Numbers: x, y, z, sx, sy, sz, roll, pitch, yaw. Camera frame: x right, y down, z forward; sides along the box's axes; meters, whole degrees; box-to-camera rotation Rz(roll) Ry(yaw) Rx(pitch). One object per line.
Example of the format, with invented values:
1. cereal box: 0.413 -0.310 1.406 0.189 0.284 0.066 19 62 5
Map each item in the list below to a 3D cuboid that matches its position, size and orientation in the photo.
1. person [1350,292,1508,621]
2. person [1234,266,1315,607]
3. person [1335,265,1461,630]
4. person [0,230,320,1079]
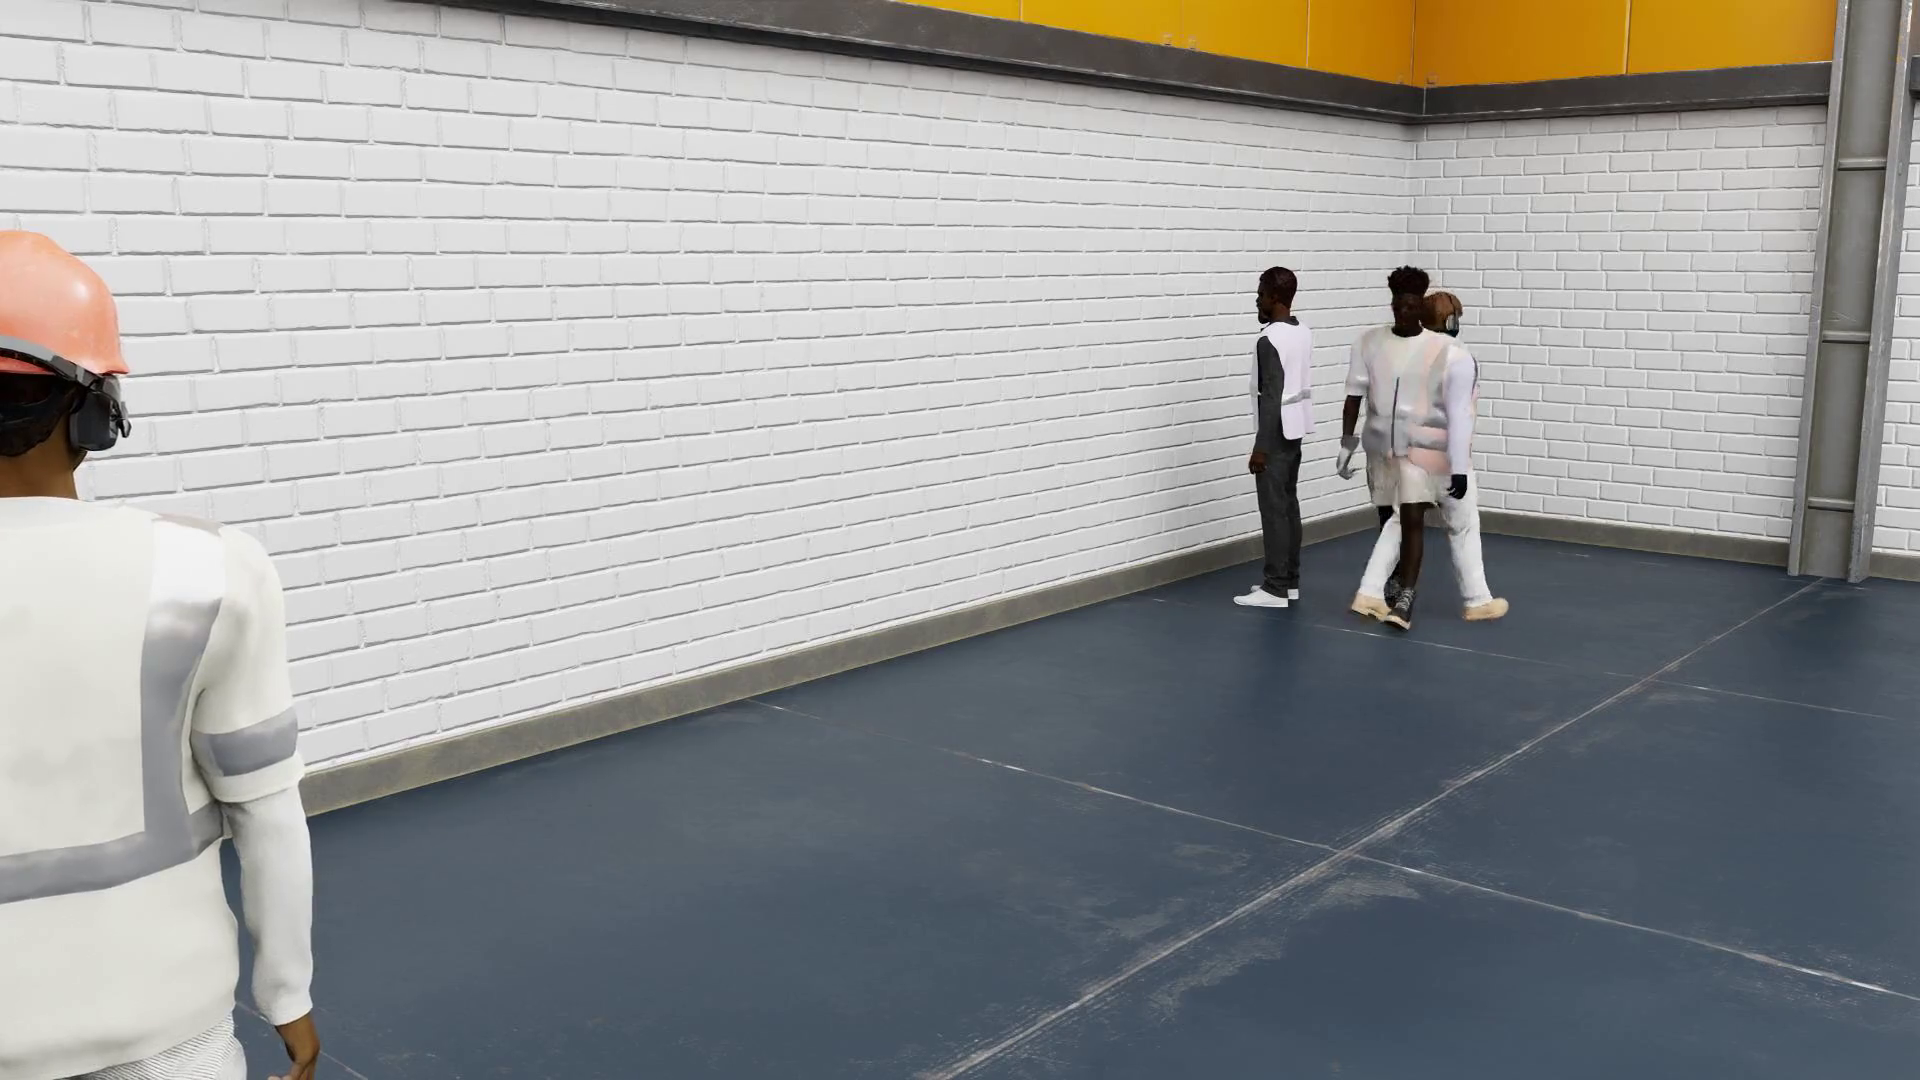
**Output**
1. person: 2.550 -0.432 8.982 0.891 1.803 0.669 -5 11 -25
2. person: 1.803 -0.577 9.415 0.381 1.918 0.596 5 11 28
3. person: 2.332 -0.492 8.911 0.614 1.923 0.920 6 12 30
4. person: -1.198 0.619 2.249 0.615 2.041 0.386 -4 11 -24
